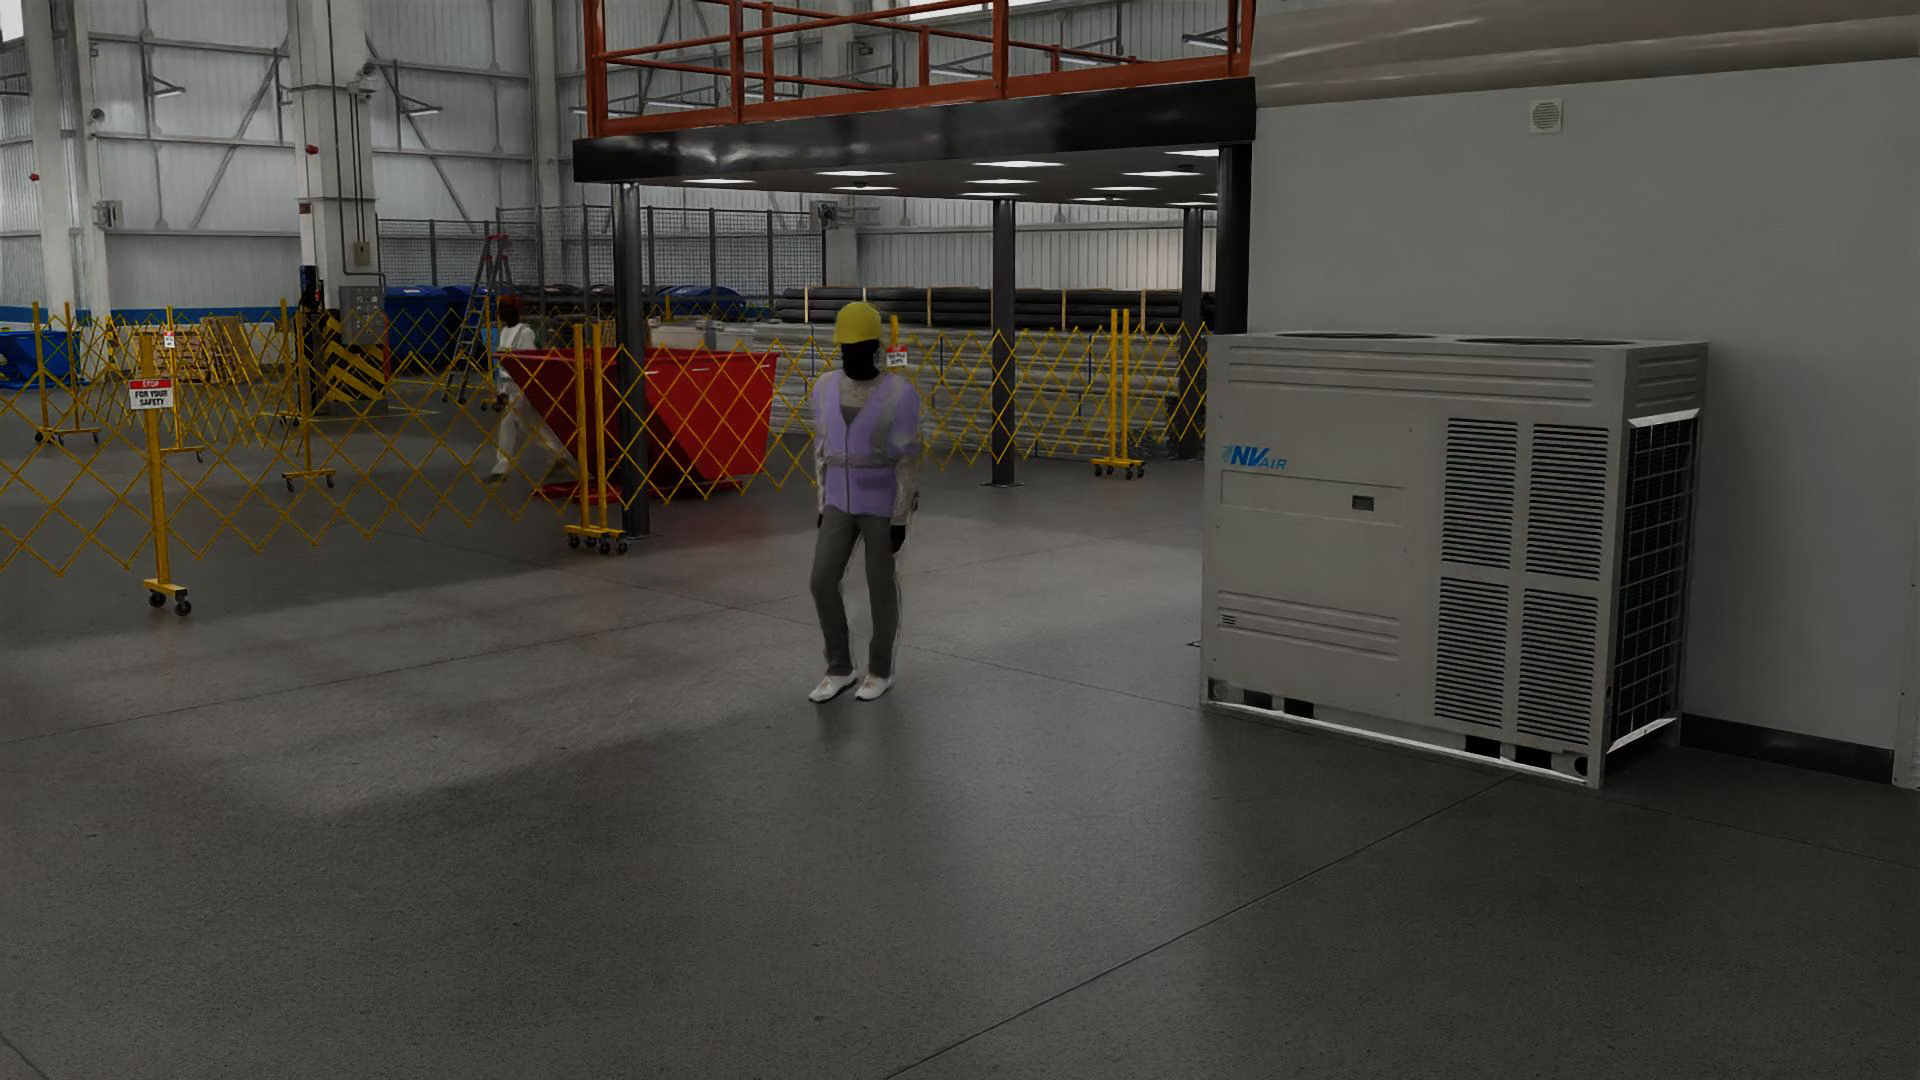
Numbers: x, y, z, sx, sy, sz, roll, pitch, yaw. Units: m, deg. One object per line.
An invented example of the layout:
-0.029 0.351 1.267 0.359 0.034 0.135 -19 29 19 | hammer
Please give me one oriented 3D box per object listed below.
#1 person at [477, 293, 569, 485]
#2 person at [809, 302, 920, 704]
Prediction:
-4.267 -1.481 16.220 0.969 1.847 0.591 -7 12 -38 | person
-0.491 -0.157 7.851 0.599 1.907 0.637 5 10 27 | person
